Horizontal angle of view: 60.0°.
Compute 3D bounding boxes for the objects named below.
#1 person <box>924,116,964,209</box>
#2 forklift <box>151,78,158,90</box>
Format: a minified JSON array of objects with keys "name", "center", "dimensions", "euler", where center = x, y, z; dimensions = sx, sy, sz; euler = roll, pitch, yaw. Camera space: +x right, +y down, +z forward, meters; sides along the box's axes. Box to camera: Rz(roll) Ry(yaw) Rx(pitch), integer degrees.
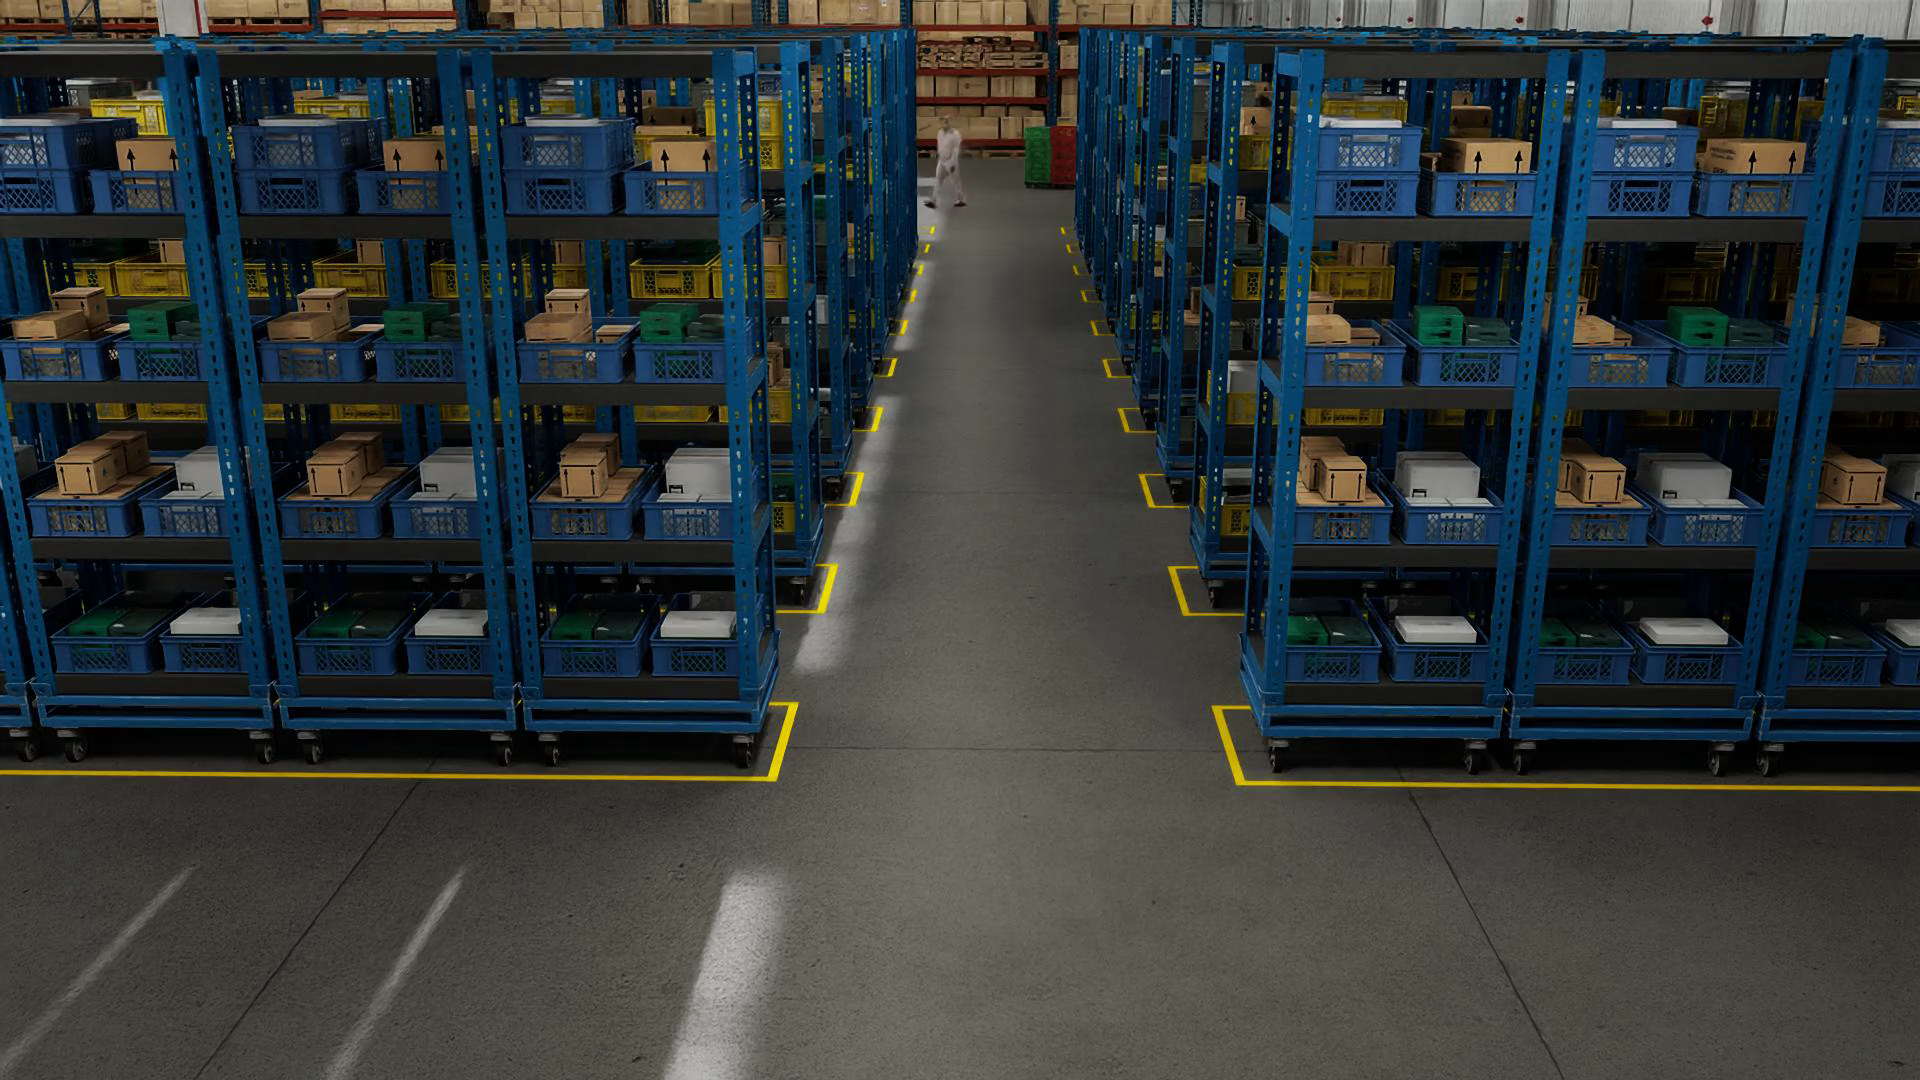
[{"name":"person","center":[-0.267,-7.667,33.785],"dimensions":[0.651,1.845,1.040],"euler":[15,23,39]},{"name":"forklift","center":[-20.496,-11.140,43.141],"dimensions":[1.873,2.768,1.129],"euler":[0,17,1]}]
